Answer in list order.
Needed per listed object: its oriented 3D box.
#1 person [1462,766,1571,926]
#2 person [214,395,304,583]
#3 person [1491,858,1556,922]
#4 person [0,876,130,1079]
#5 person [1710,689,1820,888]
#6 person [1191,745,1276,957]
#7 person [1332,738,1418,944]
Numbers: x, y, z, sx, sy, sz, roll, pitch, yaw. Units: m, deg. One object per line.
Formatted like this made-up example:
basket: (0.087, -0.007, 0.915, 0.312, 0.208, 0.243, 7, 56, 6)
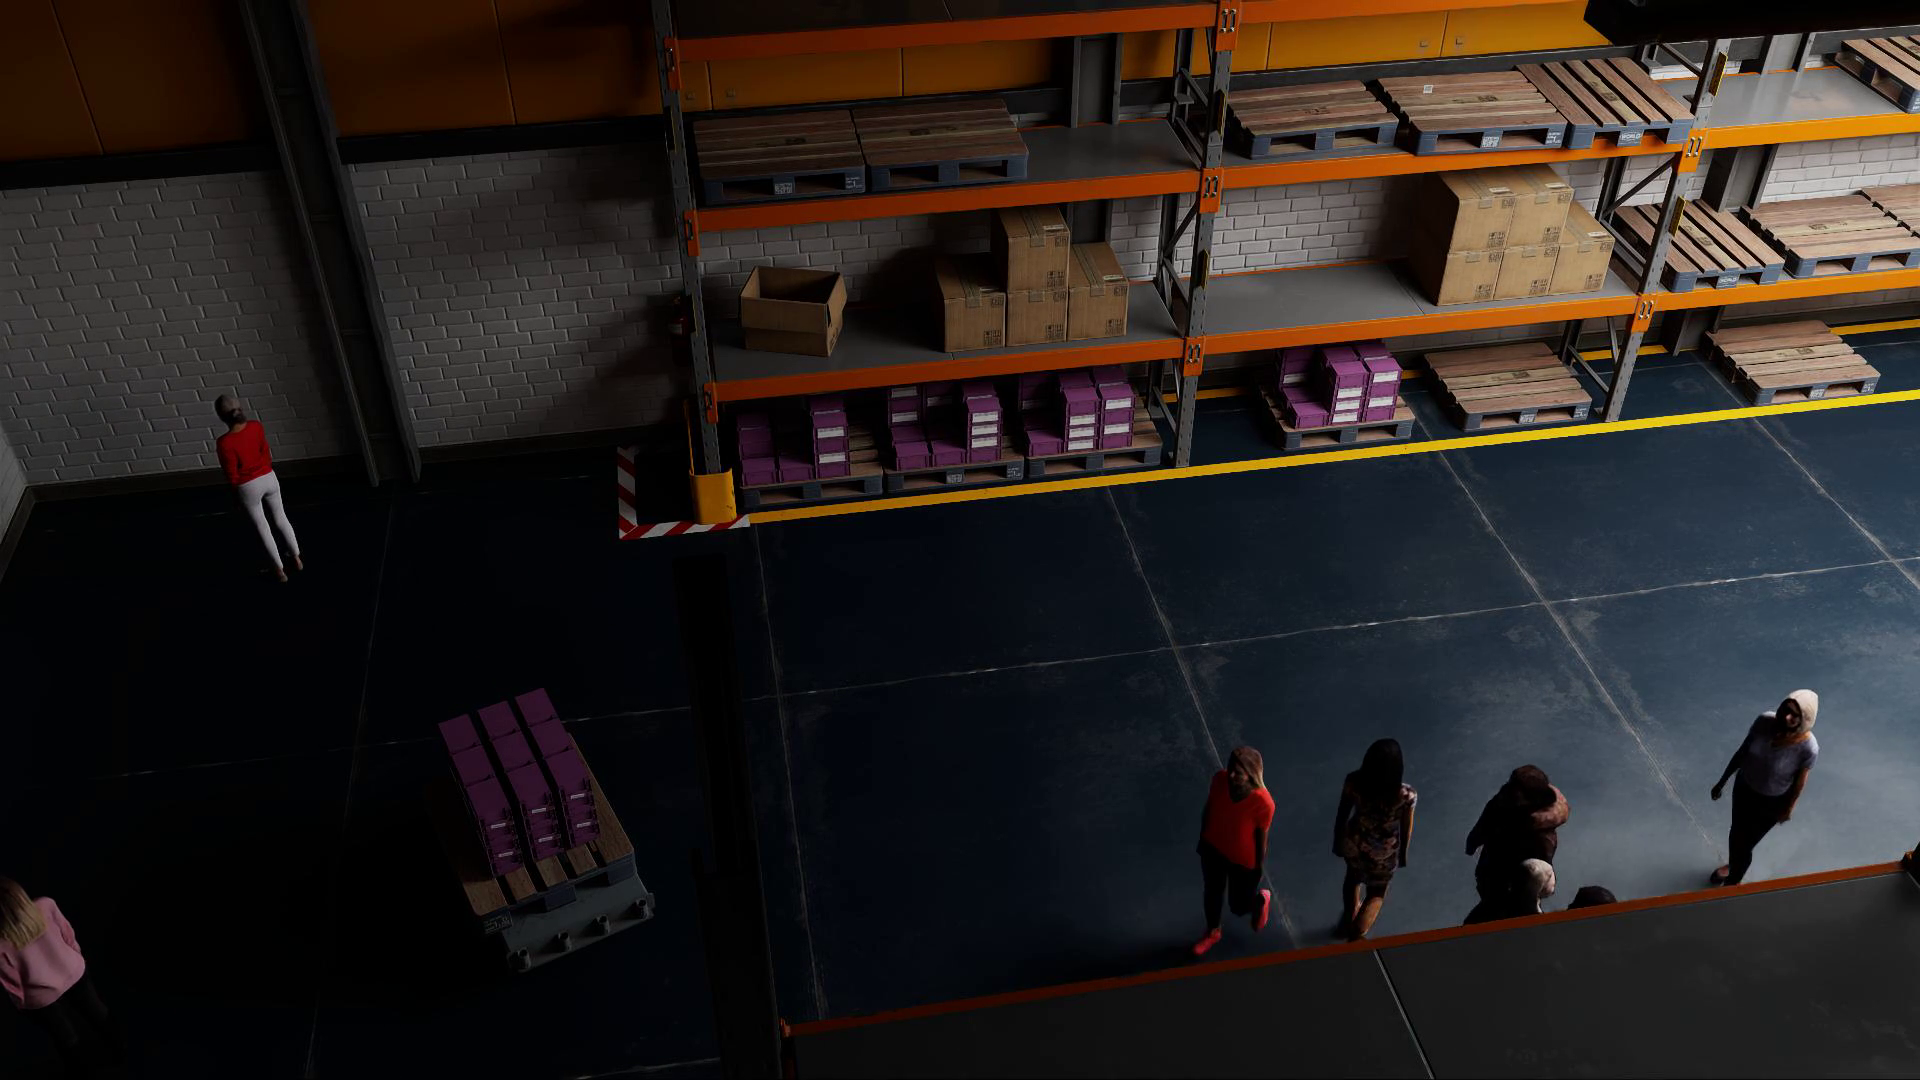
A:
person: (3.278, 1.981, 9.699, 1.120, 1.811, 0.931, 1, 39, 1)
person: (-5.402, -0.402, 12.774, 0.697, 1.697, 0.640, 23, 44, 26)
person: (3.022, 2.395, 9.165, 0.518, 1.829, 0.592, -9, 40, -12)
person: (-5.031, 2.448, 9.213, 0.731, 1.688, 0.683, 21, 43, 24)
person: (5.037, 1.529, 10.347, 0.741, 1.709, 0.675, -18, 42, -21)
person: (1.691, 1.836, 9.982, 0.929, 1.684, 0.838, -32, 48, -34)
person: (2.419, 1.893, 9.885, 0.974, 1.717, 0.993, 18, 42, 22)
